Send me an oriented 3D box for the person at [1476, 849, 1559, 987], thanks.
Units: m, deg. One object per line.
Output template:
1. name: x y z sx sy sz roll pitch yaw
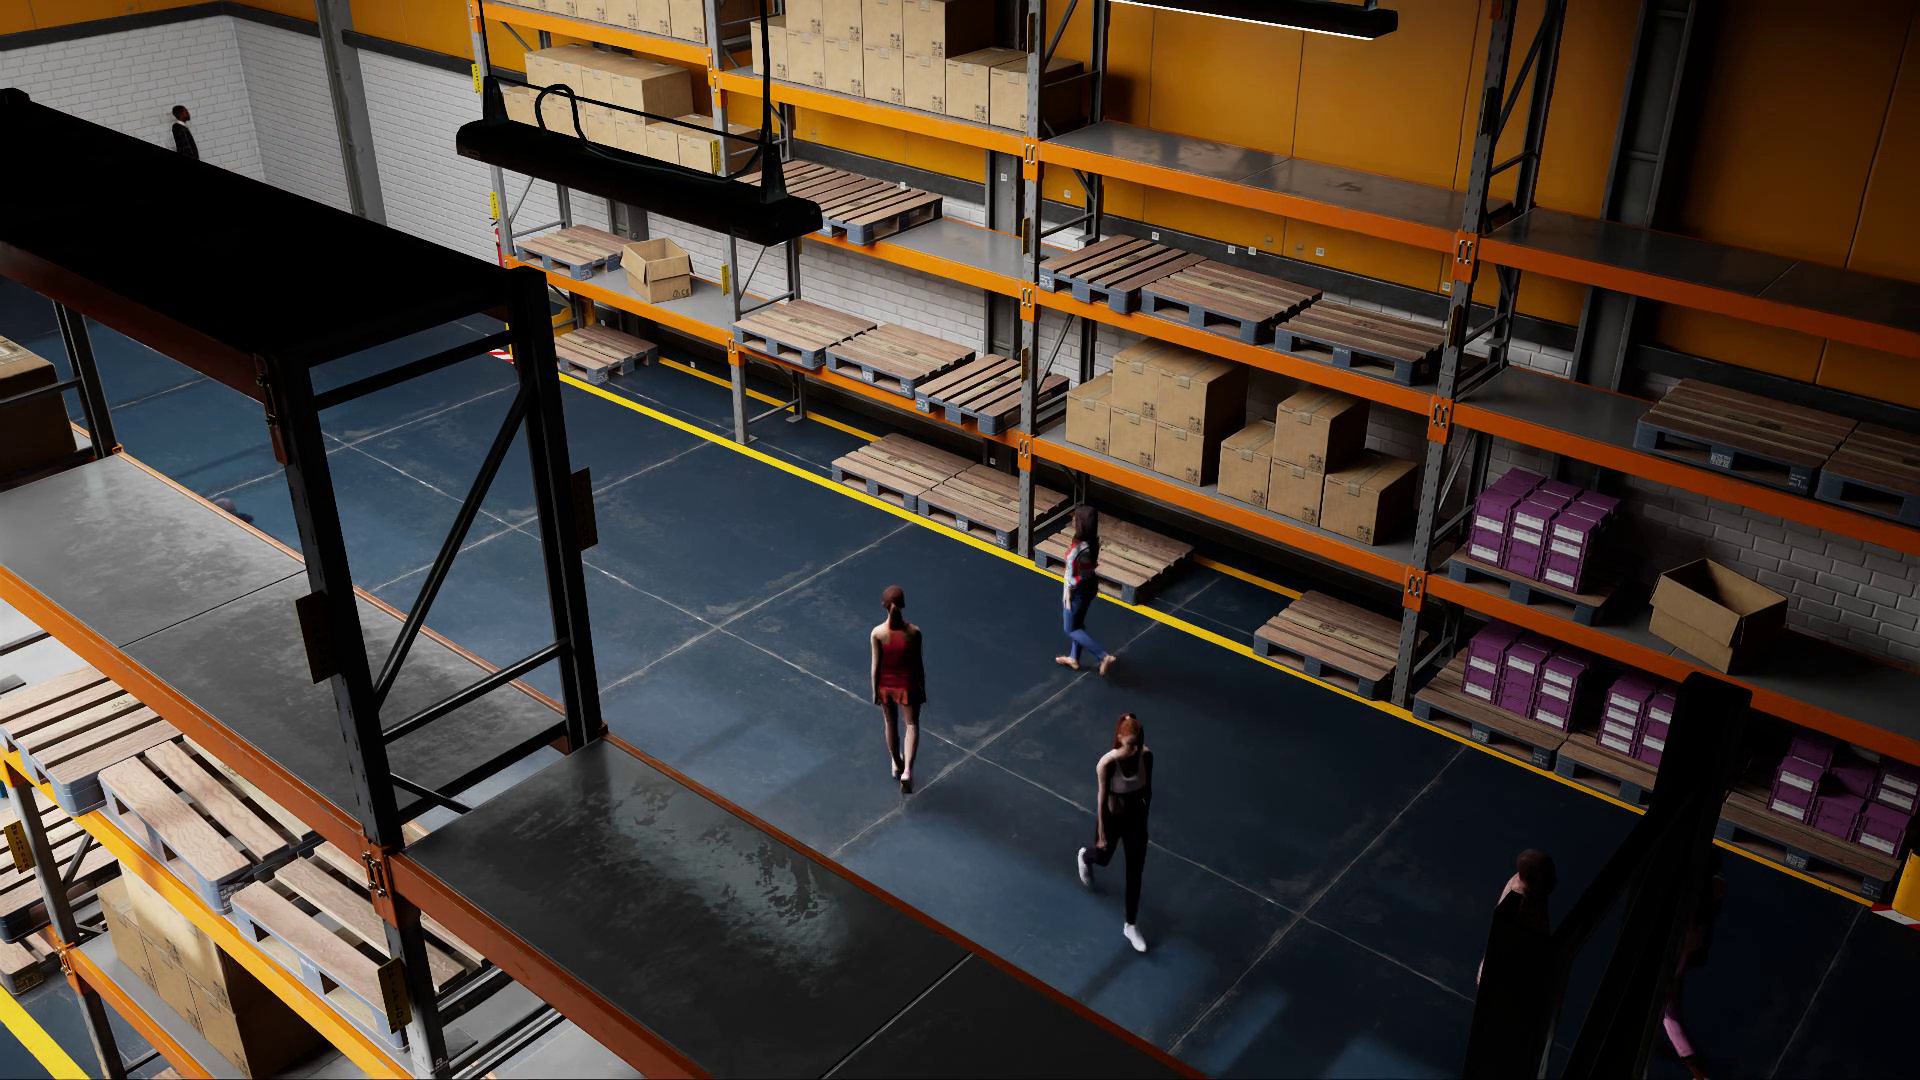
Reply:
1. person: 3.268 2.573 9.934 0.667 1.807 0.728 13 31 23

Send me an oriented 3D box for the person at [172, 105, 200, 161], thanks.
1. person: -11.530 -5.585 24.878 0.778 1.818 0.560 -20 34 -32

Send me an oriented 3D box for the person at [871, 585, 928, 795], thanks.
1. person: -0.465 1.167 12.584 0.943 1.737 0.970 -1 29 -1

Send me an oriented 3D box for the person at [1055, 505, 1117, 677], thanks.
1. person: 1.093 0.455 14.033 0.869 1.600 0.663 17 33 28

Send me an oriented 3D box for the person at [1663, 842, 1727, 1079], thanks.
1. person: 4.386 2.581 10.022 0.904 1.709 1.202 -13 31 -23

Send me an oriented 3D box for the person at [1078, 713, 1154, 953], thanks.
1. person: 1.041 1.884 11.291 0.962 1.717 1.212 -10 30 -18
